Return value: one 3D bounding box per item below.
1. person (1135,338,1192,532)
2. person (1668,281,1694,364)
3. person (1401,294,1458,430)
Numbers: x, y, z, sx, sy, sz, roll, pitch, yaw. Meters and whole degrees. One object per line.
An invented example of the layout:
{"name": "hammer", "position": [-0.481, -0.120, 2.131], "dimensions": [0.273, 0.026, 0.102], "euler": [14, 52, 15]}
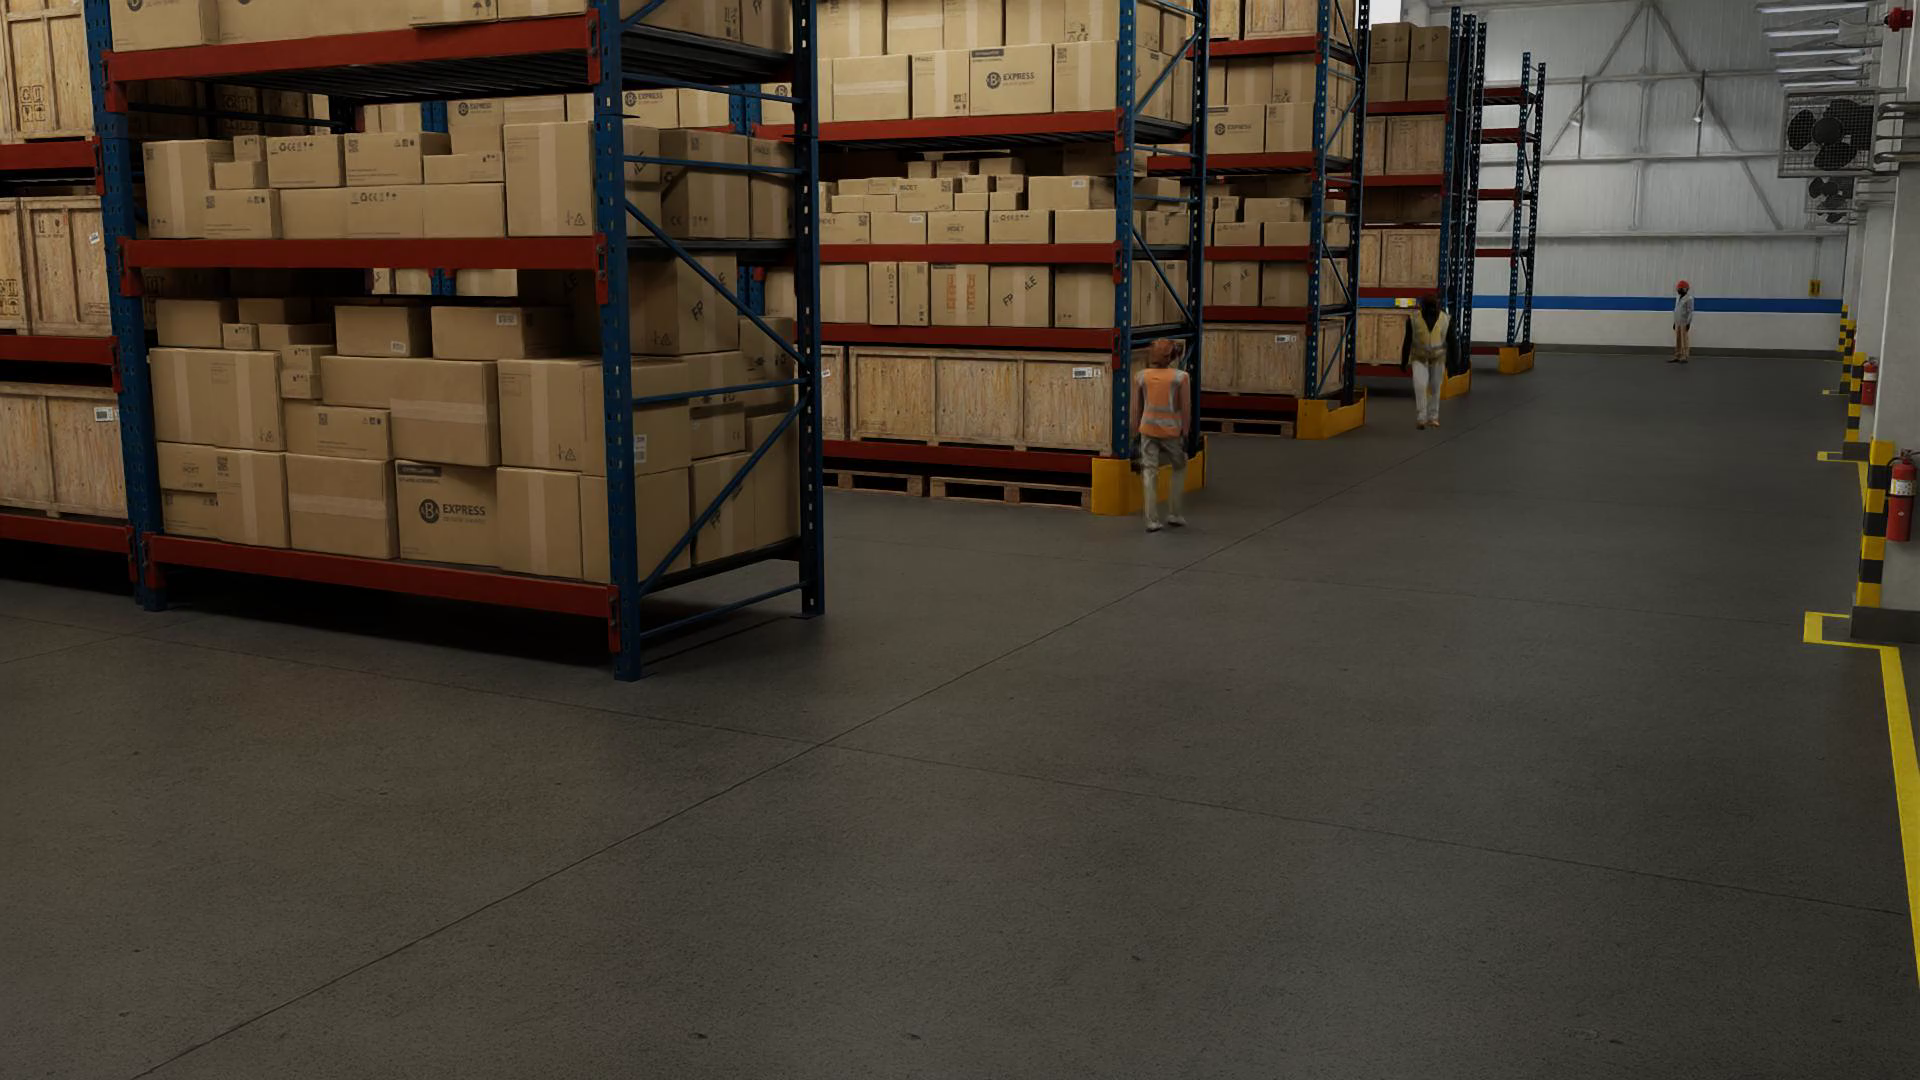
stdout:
{"name": "person", "position": [1.733, -0.890, 14.024], "dimensions": [0.539, 1.615, 0.606], "euler": [5, 11, 29]}
{"name": "person", "position": [15.244, -4.600, 35.143], "dimensions": [0.339, 1.748, 0.567], "euler": [-1, 10, -8]}
{"name": "person", "position": [6.240, -2.359, 22.073], "dimensions": [0.711, 1.776, 0.967], "euler": [2, 10, 12]}
